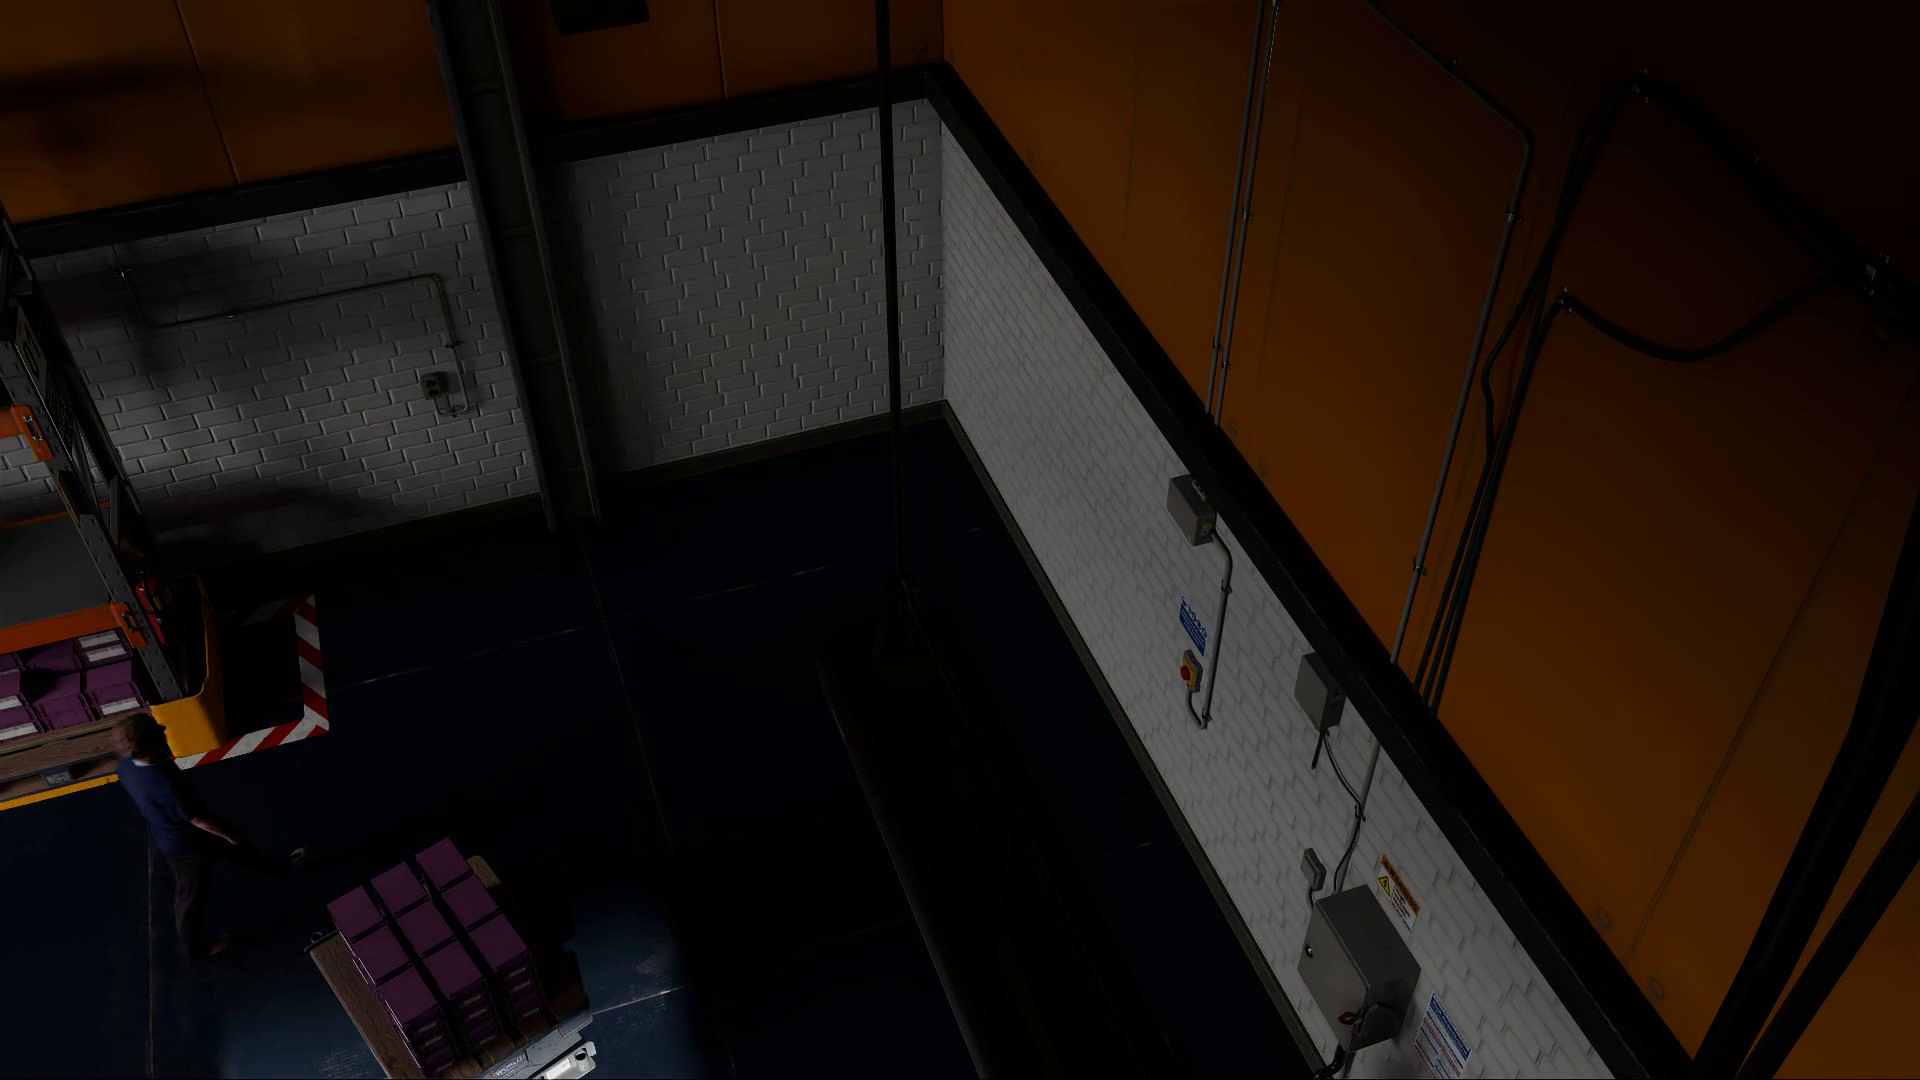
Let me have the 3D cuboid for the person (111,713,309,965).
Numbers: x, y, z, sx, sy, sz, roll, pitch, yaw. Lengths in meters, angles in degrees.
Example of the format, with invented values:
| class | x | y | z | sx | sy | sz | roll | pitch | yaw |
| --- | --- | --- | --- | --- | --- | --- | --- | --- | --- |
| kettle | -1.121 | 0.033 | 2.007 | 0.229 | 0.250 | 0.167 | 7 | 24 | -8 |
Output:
| class | x | y | z | sx | sy | sz | roll | pitch | yaw |
| --- | --- | --- | --- | --- | --- | --- | --- | --- | --- |
| person | -4.288 | 1.670 | 9.067 | 1.199 | 1.831 | 0.941 | -32 | 52 | -29 |
